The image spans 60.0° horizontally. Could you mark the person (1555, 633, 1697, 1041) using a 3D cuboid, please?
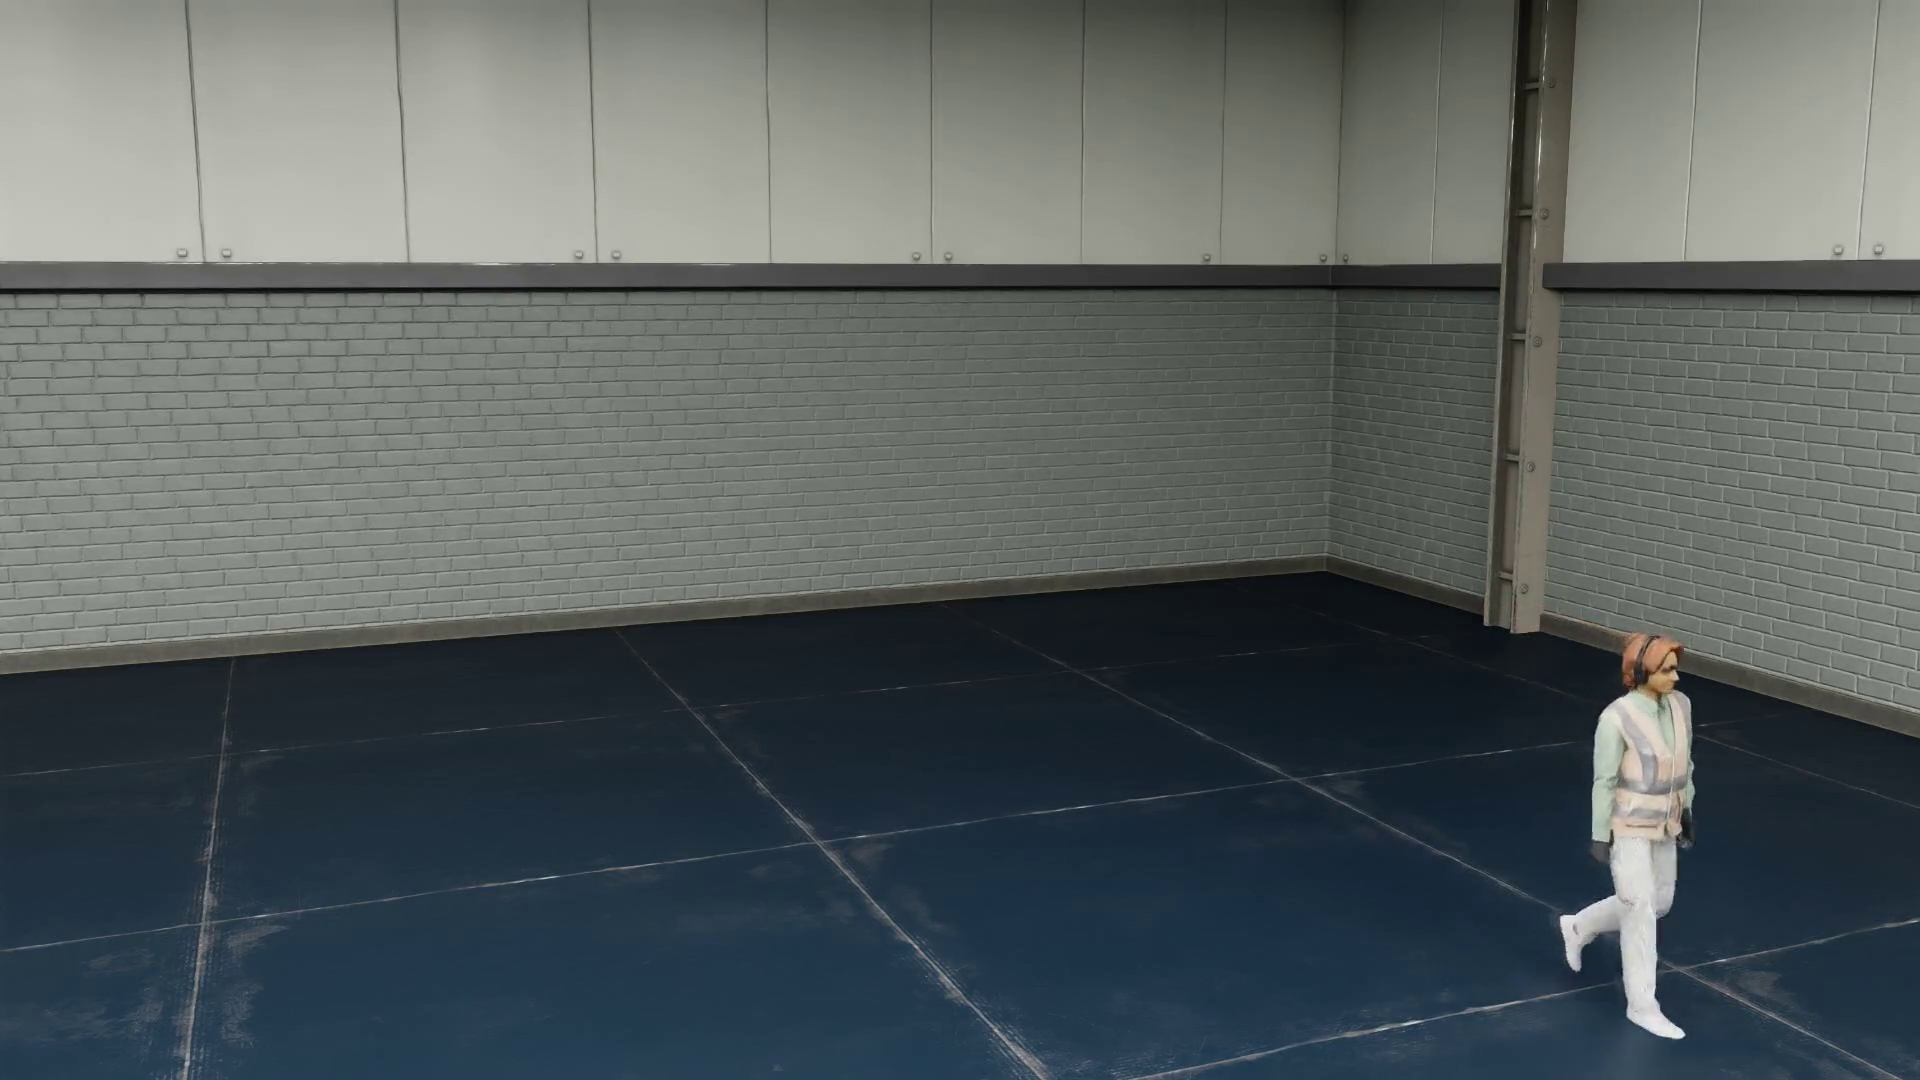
[{"bbox_3d":[2.715,1.154,6.769,0.527,1.620,0.618,-6,11,-33],"label":"person"}]
